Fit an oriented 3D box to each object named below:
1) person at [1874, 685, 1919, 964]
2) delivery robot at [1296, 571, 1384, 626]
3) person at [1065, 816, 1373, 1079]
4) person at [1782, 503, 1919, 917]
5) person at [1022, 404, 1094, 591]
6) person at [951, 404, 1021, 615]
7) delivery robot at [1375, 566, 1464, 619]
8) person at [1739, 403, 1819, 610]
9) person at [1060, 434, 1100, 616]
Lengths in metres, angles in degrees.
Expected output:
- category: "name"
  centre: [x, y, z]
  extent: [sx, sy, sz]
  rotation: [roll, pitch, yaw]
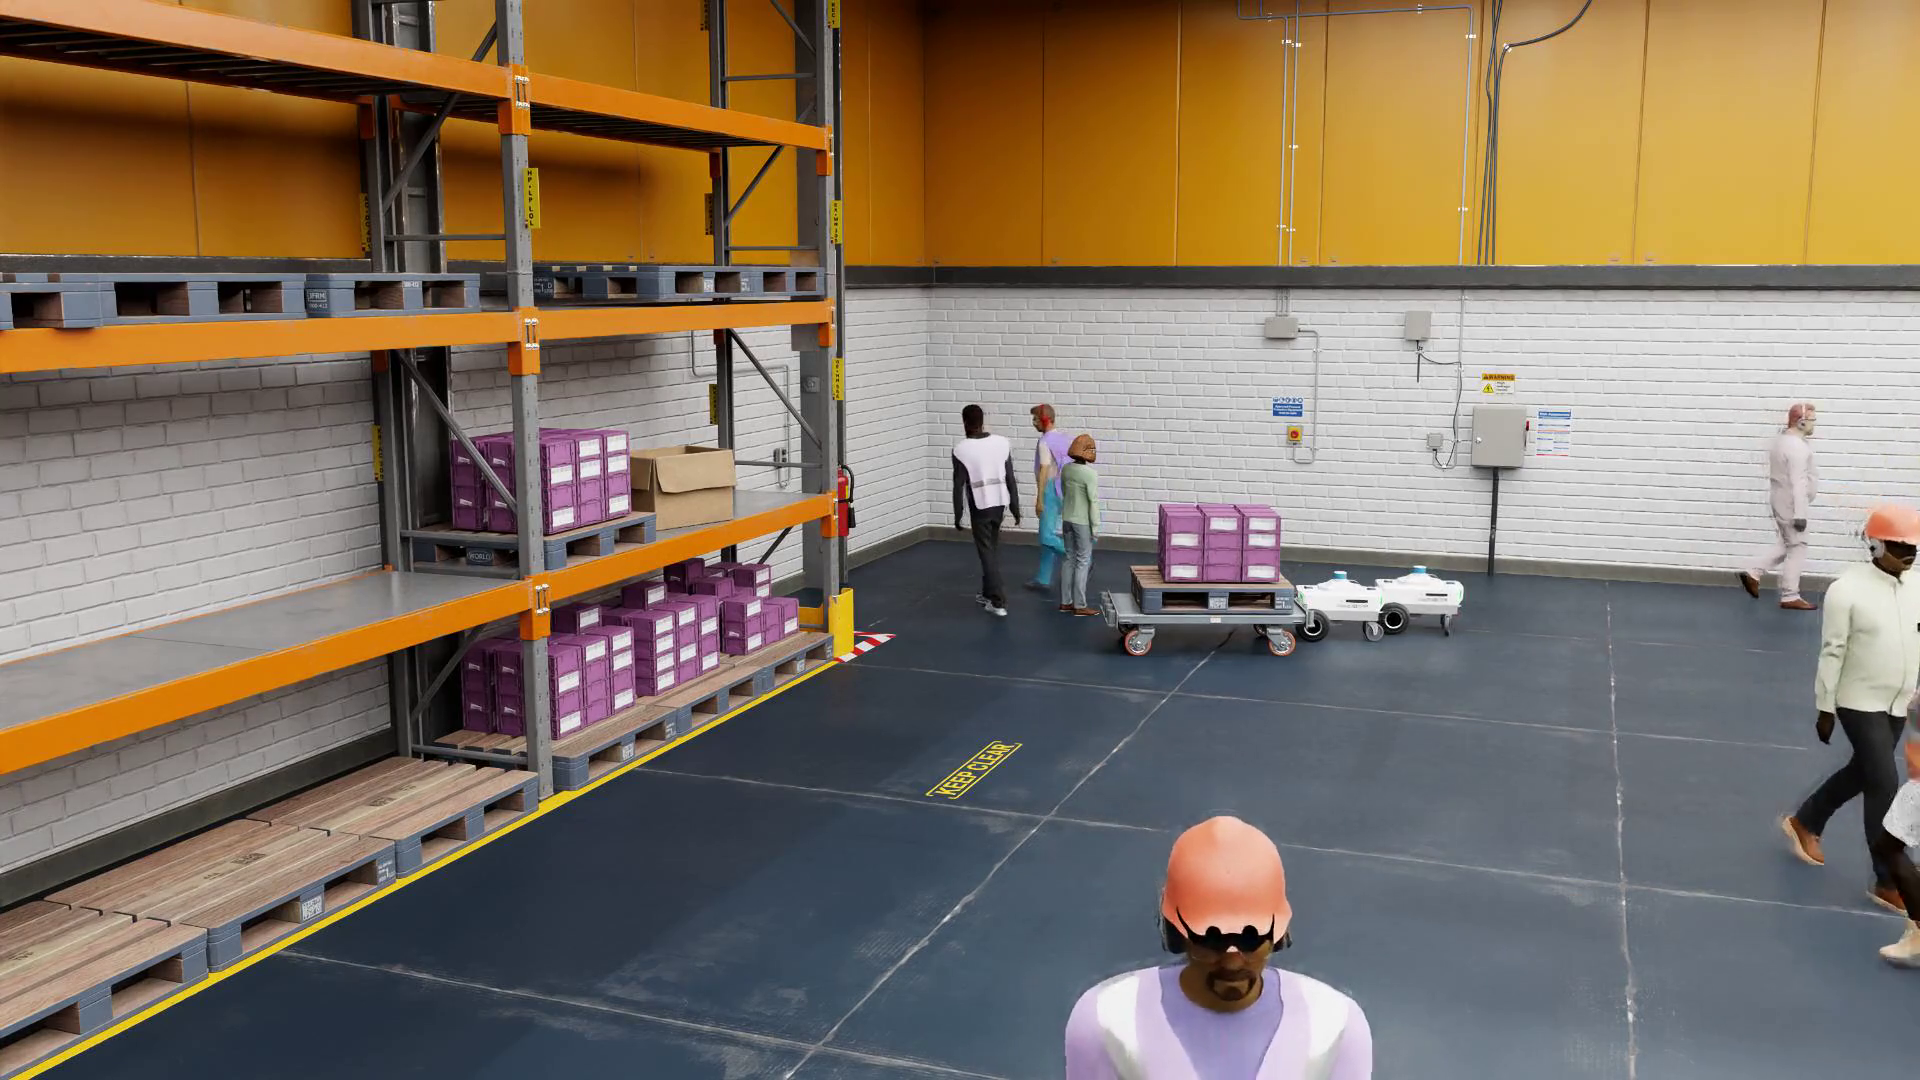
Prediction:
- category: "person"
  centre: [4.265, 1.050, 7.270]
  extent: [0.456, 1.674, 0.547]
  rotation: [8, 12, 41]
- category: "delivery robot"
  centre: [3.173, 0.506, 13.897]
  extent: [0.707, 0.478, 0.477]
  rotation: [1, 9, 7]
- category: "person"
  centre: [0.529, 1.526, 3.283]
  extent: [0.637, 1.987, 1.028]
  rotation: [0, 9, -2]
- category: "person"
  centre: [4.475, 0.765, 8.197]
  extent: [0.622, 1.958, 0.979]
  rotation: [-3, 10, -18]
- category: "person"
  centre: [0.951, -0.392, 15.892]
  extent: [0.668, 1.809, 0.637]
  rotation: [4, 10, 21]
- category: "person"
  centre: [0.180, -0.282, 15.023]
  extent: [0.653, 1.868, 0.795]
  rotation: [-6, 11, -33]
- category: "delivery robot"
  centre: [3.909, 0.462, 14.170]
  extent: [0.707, 0.478, 0.477]
  rotation: [1, 9, 7]
- category: "person"
  centre: [7.505, -0.303, 15.089]
  extent: [0.548, 1.886, 0.661]
  rotation: [2, 9, 10]
- category: "person"
  centre: [1.073, -0.135, 14.872]
  extent: [0.280, 1.624, 0.494]
  rotation: [-6, 11, -34]
